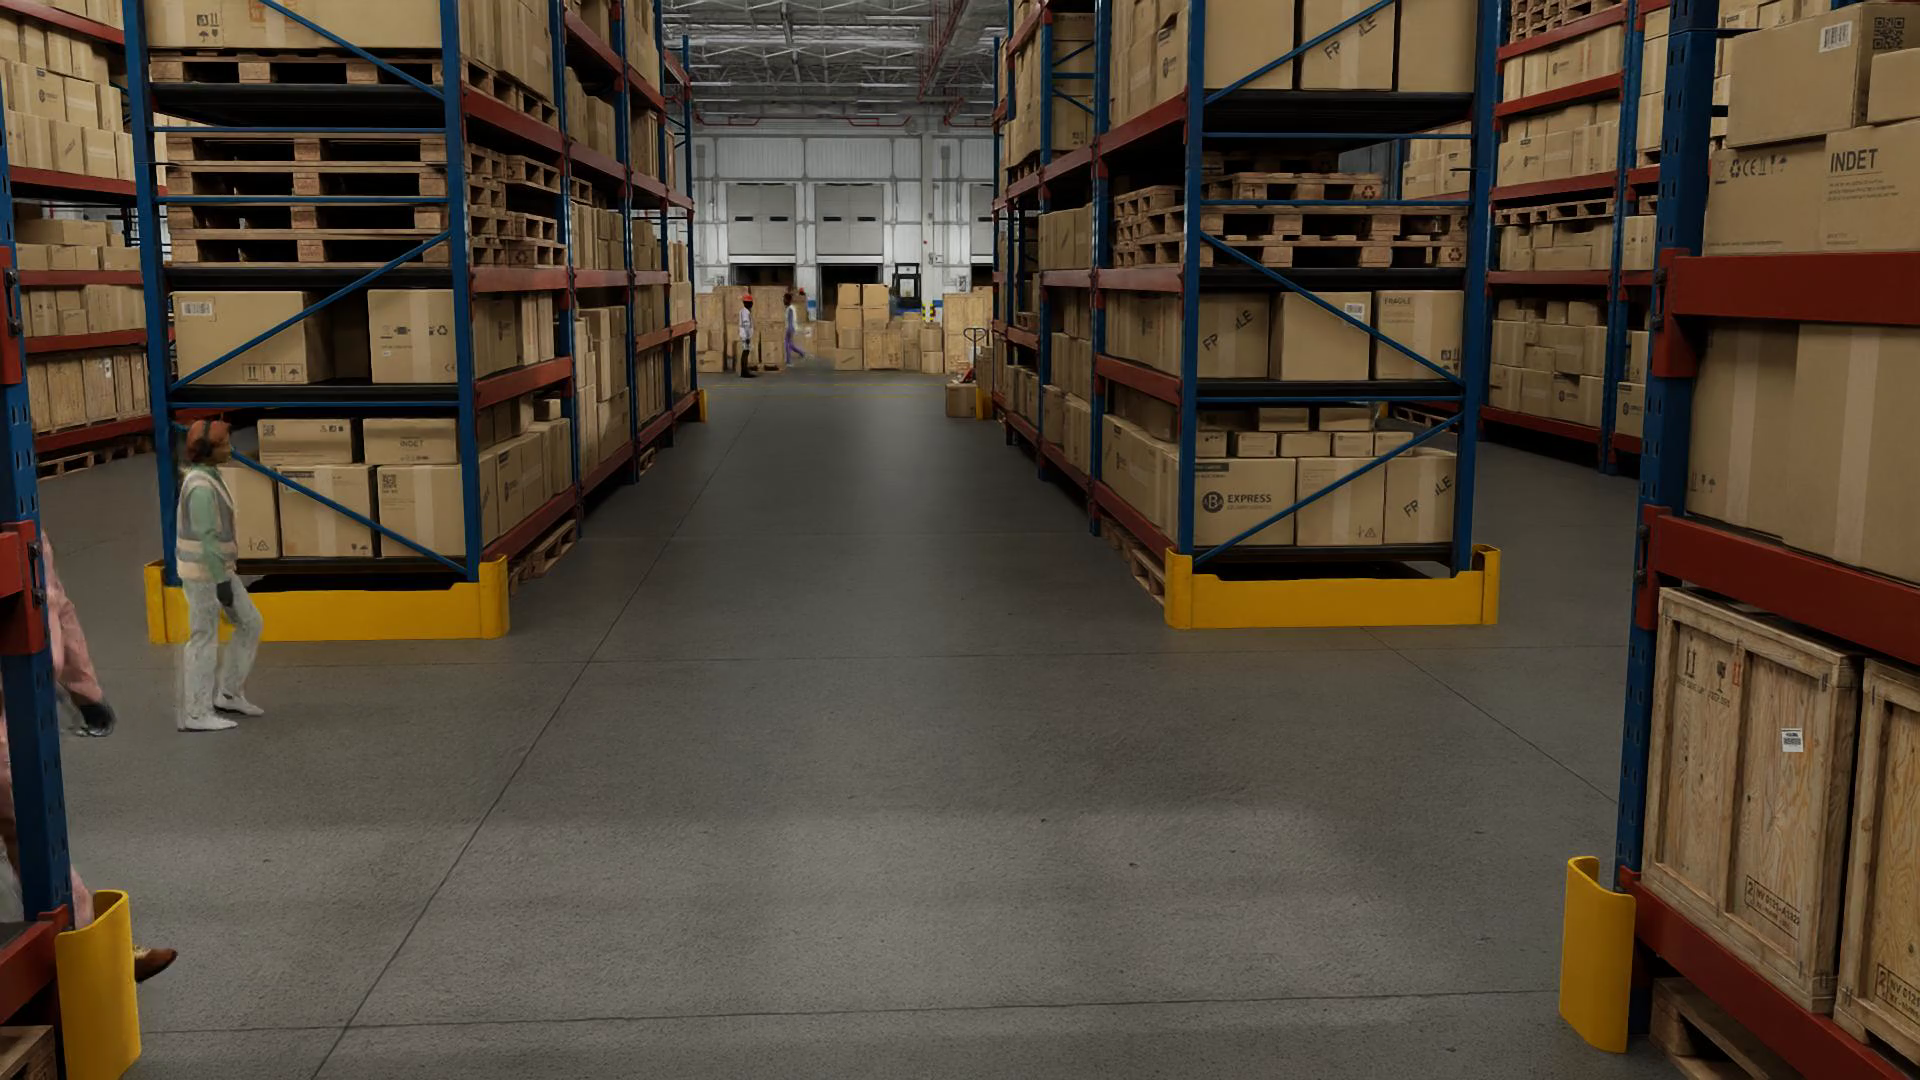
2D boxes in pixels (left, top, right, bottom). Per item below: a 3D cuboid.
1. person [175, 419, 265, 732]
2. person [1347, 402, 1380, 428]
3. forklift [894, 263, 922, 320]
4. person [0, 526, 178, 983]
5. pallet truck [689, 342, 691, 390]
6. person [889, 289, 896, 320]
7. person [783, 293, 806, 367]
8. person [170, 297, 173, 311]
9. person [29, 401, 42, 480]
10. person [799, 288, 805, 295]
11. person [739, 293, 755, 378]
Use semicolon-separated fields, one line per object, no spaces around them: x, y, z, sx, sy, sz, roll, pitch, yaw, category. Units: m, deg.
-3.809;0.185;8.582;0.505;1.618;0.552;-3;9;-18;person
3.976;-1.336;17.052;0.618;1.991;1.045;0;9;-1;person
-1.987;-9.022;62.479;1.129;2.768;1.873;-1;9;-4;forklift
-3.039;0.571;5.460;0.987;1.857;0.648;0;9;-2;person
-5.225;-3.008;27.480;1.885;1.965;0.823;2;9;14;pallet truck
-2.538;-7.824;58.022;0.884;1.897;0.635;5;10;29;person
-4.345;-5.410;42.886;0.581;1.902;0.592;-1;9;-6;person
-29.529;-8.630;62.789;0.388;1.992;0.625;1;9;4;person
-7.519;-0.633;12.971;0.648;1.872;0.695;3;10;21;person
-6.017;-8.626;63.132;1.030;1.879;0.552;0;9;3;person
-4.890;-4.704;38.317;0.373;1.935;0.552;-2;9;-13;person
